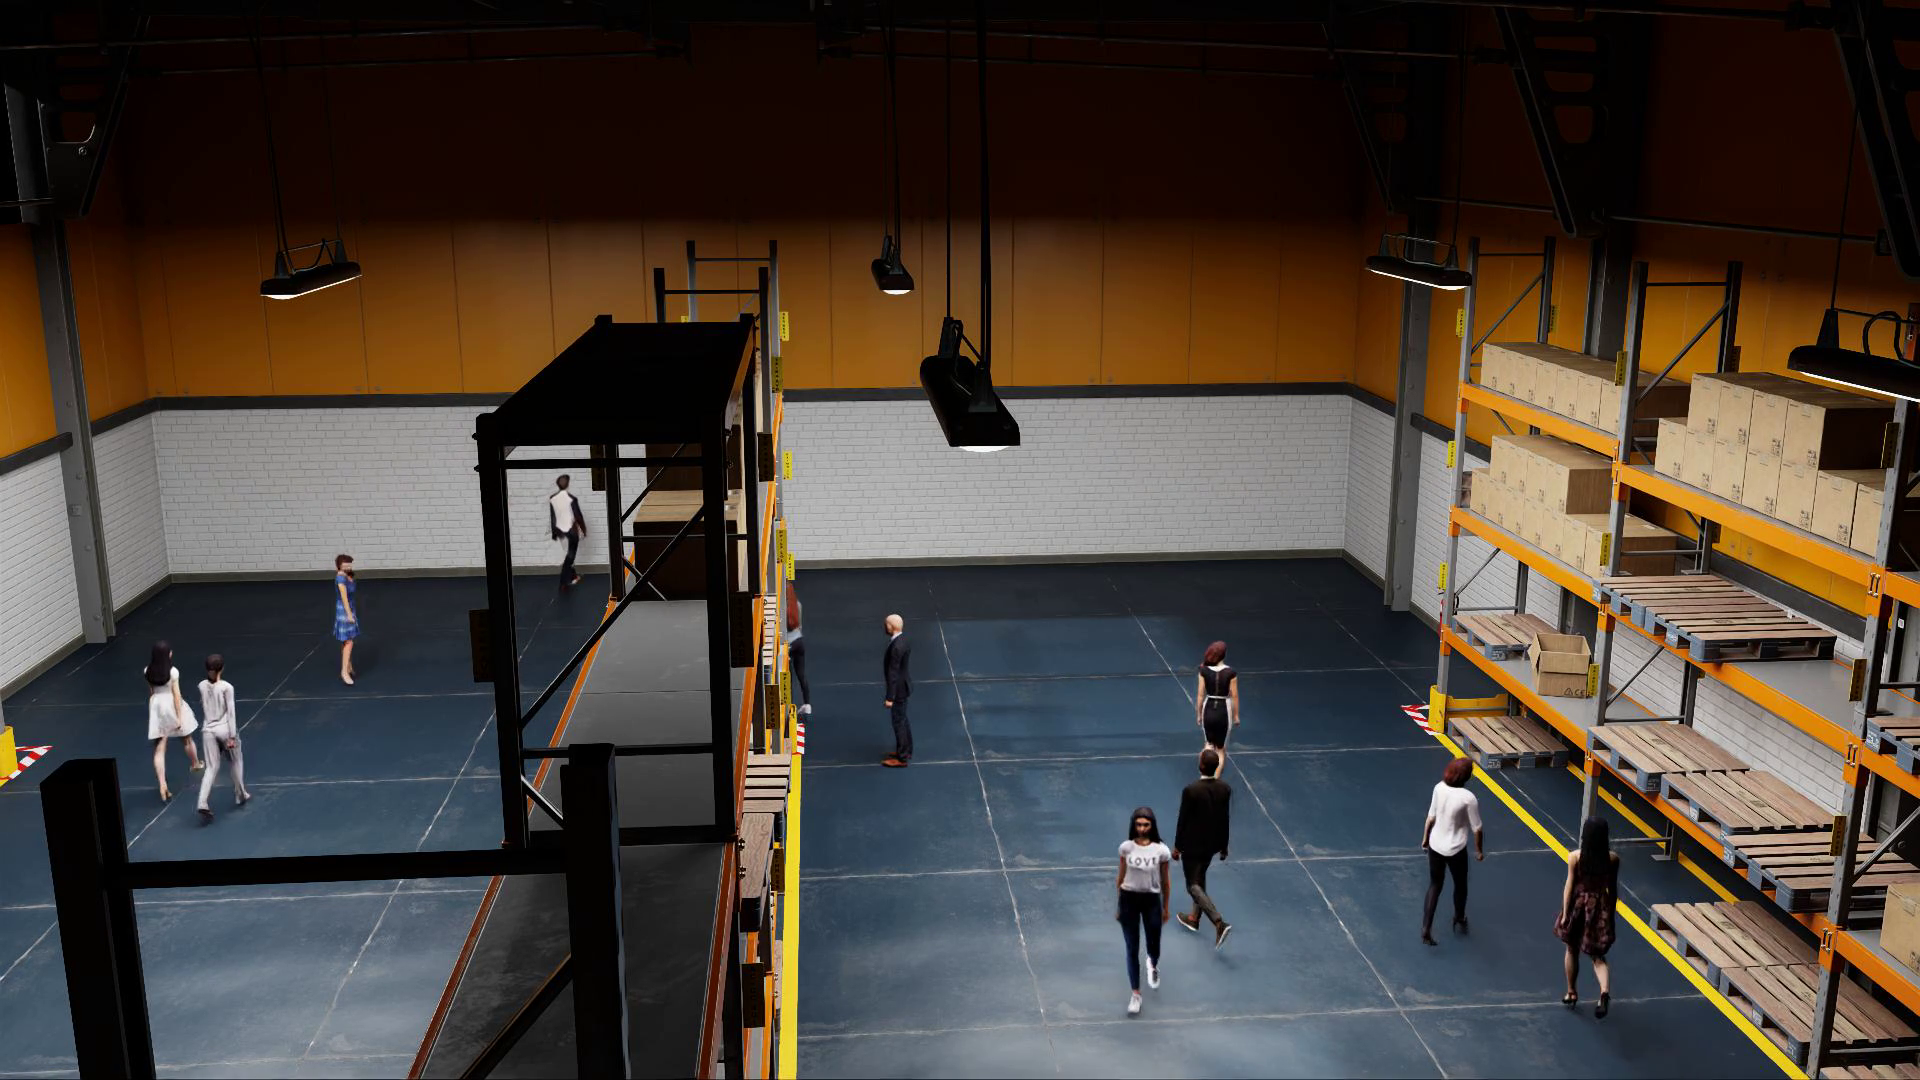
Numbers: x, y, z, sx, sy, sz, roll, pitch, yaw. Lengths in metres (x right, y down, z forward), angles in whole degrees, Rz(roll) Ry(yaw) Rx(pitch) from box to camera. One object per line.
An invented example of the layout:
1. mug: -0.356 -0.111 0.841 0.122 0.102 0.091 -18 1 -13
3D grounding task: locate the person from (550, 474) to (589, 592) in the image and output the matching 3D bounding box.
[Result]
1. person: -6.308 -0.085 26.632 1.008 1.860 1.185 6 15 23

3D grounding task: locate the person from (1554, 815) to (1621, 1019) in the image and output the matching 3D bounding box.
1. person: 5.164 3.127 13.580 0.689 1.759 0.990 0 14 1

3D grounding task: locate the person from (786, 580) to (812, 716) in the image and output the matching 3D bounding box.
1. person: -2.065 1.394 20.876 0.990 1.693 1.221 -10 17 -36

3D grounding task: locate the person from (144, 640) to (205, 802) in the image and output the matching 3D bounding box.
1. person: -8.761 2.010 18.259 0.688 1.729 1.157 0 14 1

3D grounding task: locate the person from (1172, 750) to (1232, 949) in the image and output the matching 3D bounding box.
1. person: 2.222 2.788 14.940 0.955 1.779 1.183 -7 15 -27

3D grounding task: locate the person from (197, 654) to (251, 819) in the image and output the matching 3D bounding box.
1. person: -7.972 2.116 17.793 0.724 1.742 1.088 2 14 7

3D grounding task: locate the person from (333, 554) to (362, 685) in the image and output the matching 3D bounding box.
1. person: -8.214 1.019 22.248 0.847 1.778 0.616 -8 16 -30

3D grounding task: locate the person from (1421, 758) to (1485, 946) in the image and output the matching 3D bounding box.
1. person: 4.395 2.807 14.961 1.107 1.732 1.131 12 18 42

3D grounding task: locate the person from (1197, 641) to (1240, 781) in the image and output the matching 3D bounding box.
1. person: 2.790 2.005 18.168 0.718 1.780 0.759 6 15 23

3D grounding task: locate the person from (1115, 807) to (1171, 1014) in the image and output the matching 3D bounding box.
1. person: 1.519 3.044 13.911 0.737 1.765 0.888 3 14 13

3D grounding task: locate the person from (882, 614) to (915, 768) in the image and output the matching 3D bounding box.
1. person: -0.696 1.732 19.266 0.828 1.795 0.603 2 14 6
